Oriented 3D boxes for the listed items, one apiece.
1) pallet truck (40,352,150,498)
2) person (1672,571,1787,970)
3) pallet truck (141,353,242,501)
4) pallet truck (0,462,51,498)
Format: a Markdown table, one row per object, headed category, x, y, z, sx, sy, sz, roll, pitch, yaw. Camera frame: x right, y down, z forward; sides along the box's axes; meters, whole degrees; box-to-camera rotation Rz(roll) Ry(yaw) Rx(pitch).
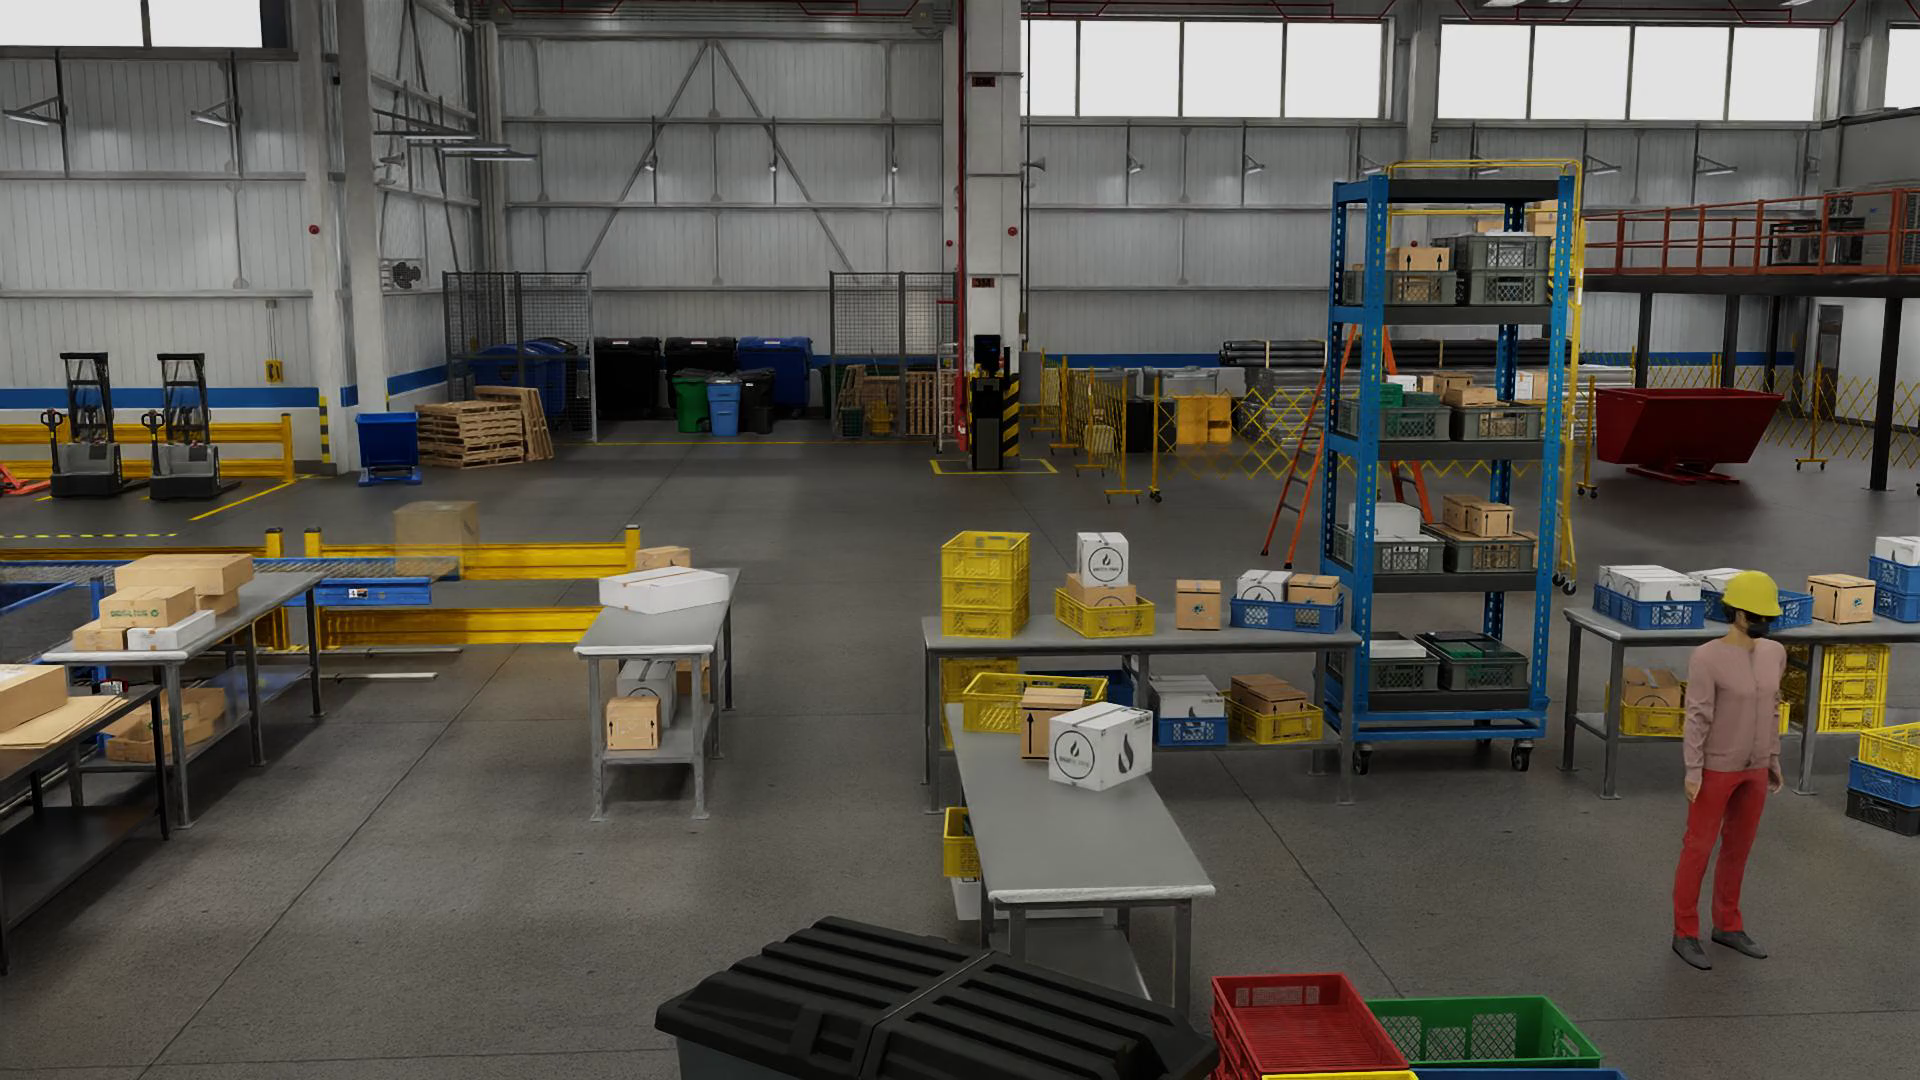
| category | x | y | z | sx | sy | sz | roll | pitch | yaw |
| --- | --- | --- | --- | --- | --- | --- | --- | --- | --- |
| pallet truck | -11.907 | -1.642 | 23.165 | 0.823 | 1.965 | 1.885 | 0 | 9 | 0 |
| person | 3.406 | 1.000 | 7.301 | 0.533 | 1.765 | 0.326 | -3 | 10 | -21 |
| pallet truck | -10.520 | -1.604 | 22.925 | 0.823 | 1.965 | 1.885 | -1 | 9 | -6 |
| pallet truck | -13.193 | -1.293 | 23.148 | 0.653 | 1.274 | 1.630 | -1 | 9 | -4 |
